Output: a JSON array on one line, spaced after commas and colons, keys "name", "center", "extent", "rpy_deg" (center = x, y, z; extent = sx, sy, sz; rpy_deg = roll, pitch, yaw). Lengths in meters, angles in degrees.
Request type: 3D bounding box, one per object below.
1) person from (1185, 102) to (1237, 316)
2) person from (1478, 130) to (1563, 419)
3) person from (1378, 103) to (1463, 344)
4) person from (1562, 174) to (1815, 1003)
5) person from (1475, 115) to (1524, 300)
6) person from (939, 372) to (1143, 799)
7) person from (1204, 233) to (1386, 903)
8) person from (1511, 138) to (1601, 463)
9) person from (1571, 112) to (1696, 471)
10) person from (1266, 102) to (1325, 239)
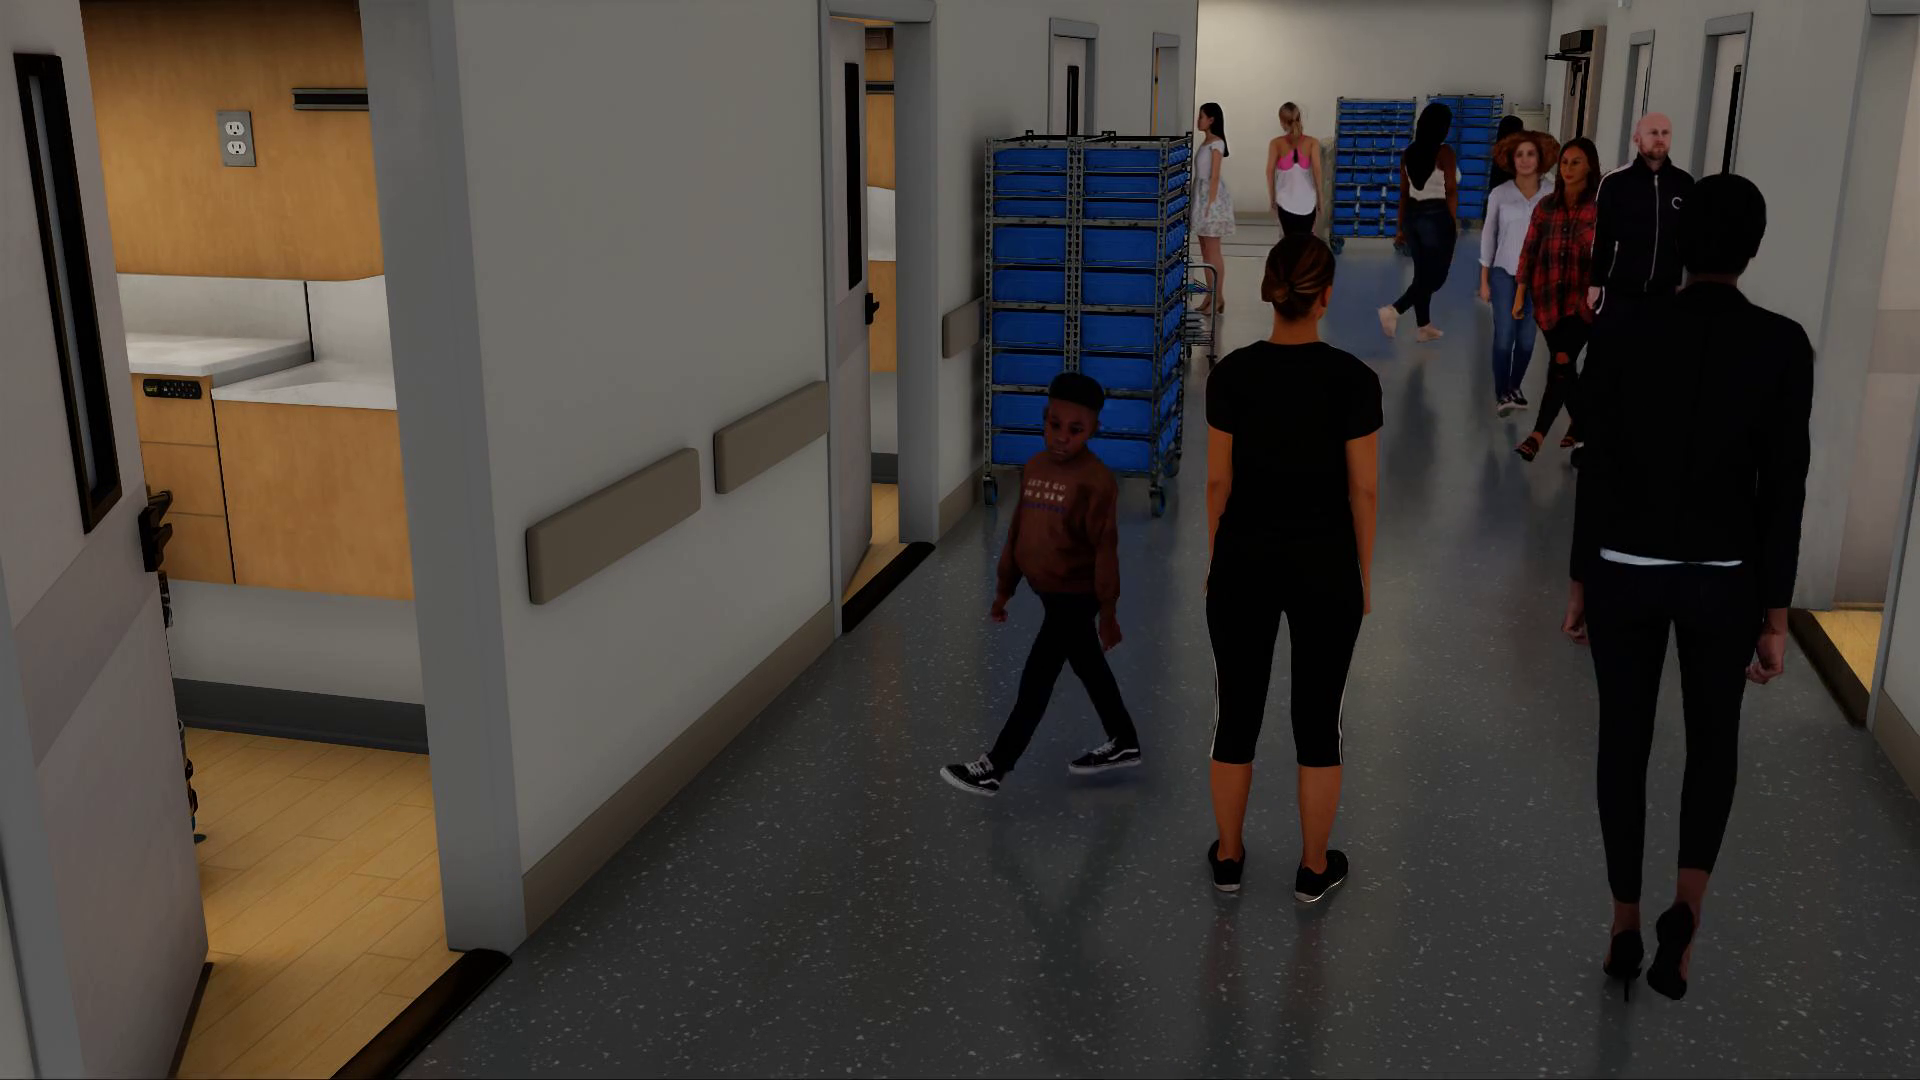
[{"name": "person", "center": [2.128, -2.822, 14.214], "extent": [0.807, 1.770, 0.692], "rpy_deg": [-1, 16, -5]}, {"name": "person", "center": [3.378, -1.589, 10.024], "extent": [0.715, 1.670, 1.099], "rpy_deg": [2, 16, 8]}, {"name": "person", "center": [3.420, -2.306, 12.362], "extent": [1.112, 1.782, 1.053], "rpy_deg": [-9, 18, -29]}, {"name": "person", "center": [1.477, 0.178, 3.471], "extent": [0.637, 1.824, 0.769], "rpy_deg": [6, 17, 21]}, {"name": "person", "center": [4.940, -3.046, 15.242], "extent": [0.655, 1.644, 0.510], "rpy_deg": [1, 16, 4]}, {"name": "person", "center": [0.363, 0.146, 4.707], "extent": [0.972, 1.215, 0.908], "rpy_deg": [-9, 18, -28]}, {"name": "person", "center": [0.803, 0.079, 4.108], "extent": [0.583, 1.669, 0.521], "rpy_deg": [5, 16, 17]}, {"name": "person", "center": [3.247, -1.236, 8.812], "extent": [0.976, 1.647, 1.191], "rpy_deg": [15, 21, 42]}, {"name": "person", "center": [3.486, -1.275, 8.606], "extent": [0.743, 1.835, 0.688], "rpy_deg": [-1, 16, -3]}, {"name": "person", "center": [2.873, -2.827, 14.270], "extent": [0.747, 1.749, 0.763], "rpy_deg": [2, 16, 7]}]
